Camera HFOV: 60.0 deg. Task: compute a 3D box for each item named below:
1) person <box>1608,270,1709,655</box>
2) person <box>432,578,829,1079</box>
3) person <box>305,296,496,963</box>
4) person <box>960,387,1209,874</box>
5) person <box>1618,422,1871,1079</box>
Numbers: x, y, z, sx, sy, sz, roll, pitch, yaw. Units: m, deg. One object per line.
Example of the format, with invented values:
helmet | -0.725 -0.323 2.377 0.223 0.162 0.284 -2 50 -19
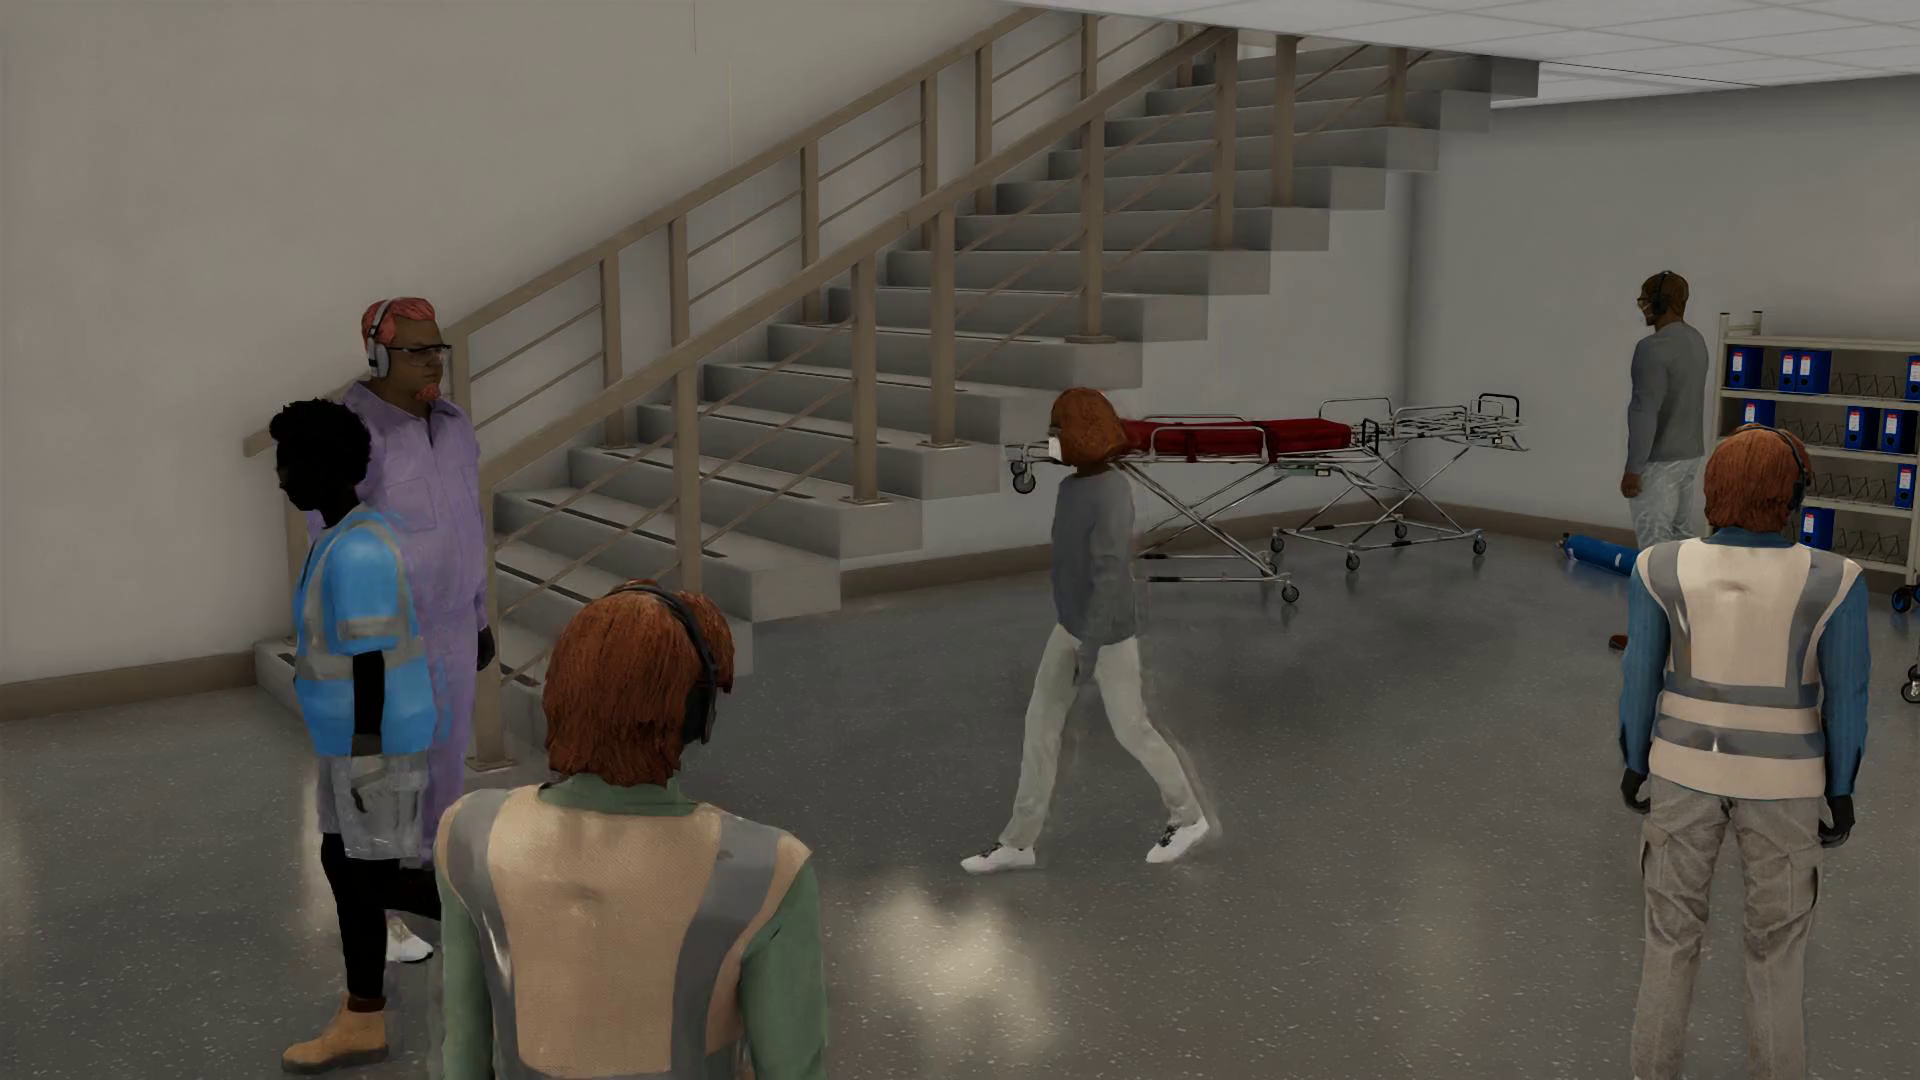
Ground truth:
person | 3.563 -0.391 8.439 0.375 1.931 0.624 9 13 41
person | -0.424 0.864 2.066 0.528 1.621 0.536 1 10 8
person | -1.569 0.256 4.797 0.397 1.899 0.644 4 11 22
person | 0.456 0.301 5.396 0.837 1.596 0.509 -4 11 -22
person | 1.761 0.557 3.786 0.514 1.642 0.310 6 12 31
